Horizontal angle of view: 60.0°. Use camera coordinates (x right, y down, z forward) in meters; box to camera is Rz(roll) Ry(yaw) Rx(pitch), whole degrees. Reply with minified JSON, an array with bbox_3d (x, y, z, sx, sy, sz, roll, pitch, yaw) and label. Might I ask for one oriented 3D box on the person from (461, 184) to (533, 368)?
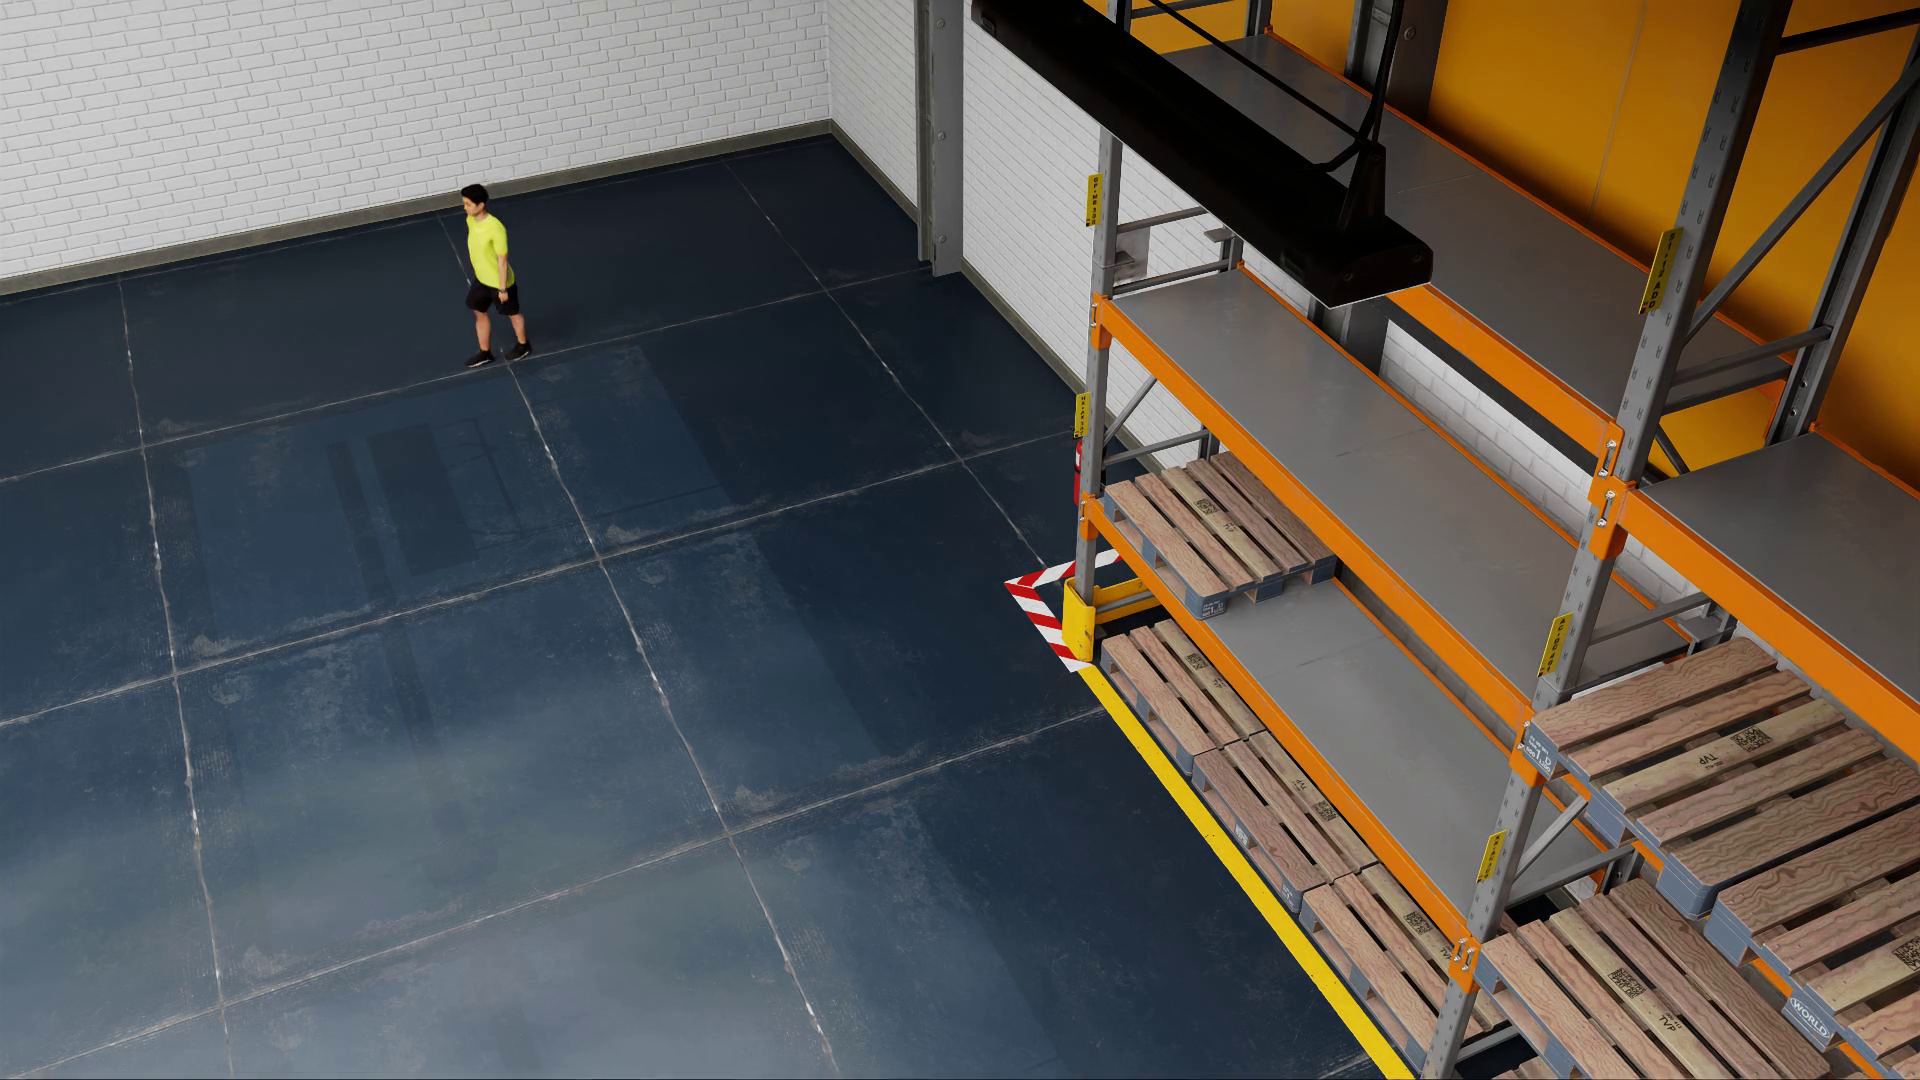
[{"bbox_3d":[-3.916,-2.290,14.177,0.912,1.691,0.927,26,45,29],"label":"person"}]
